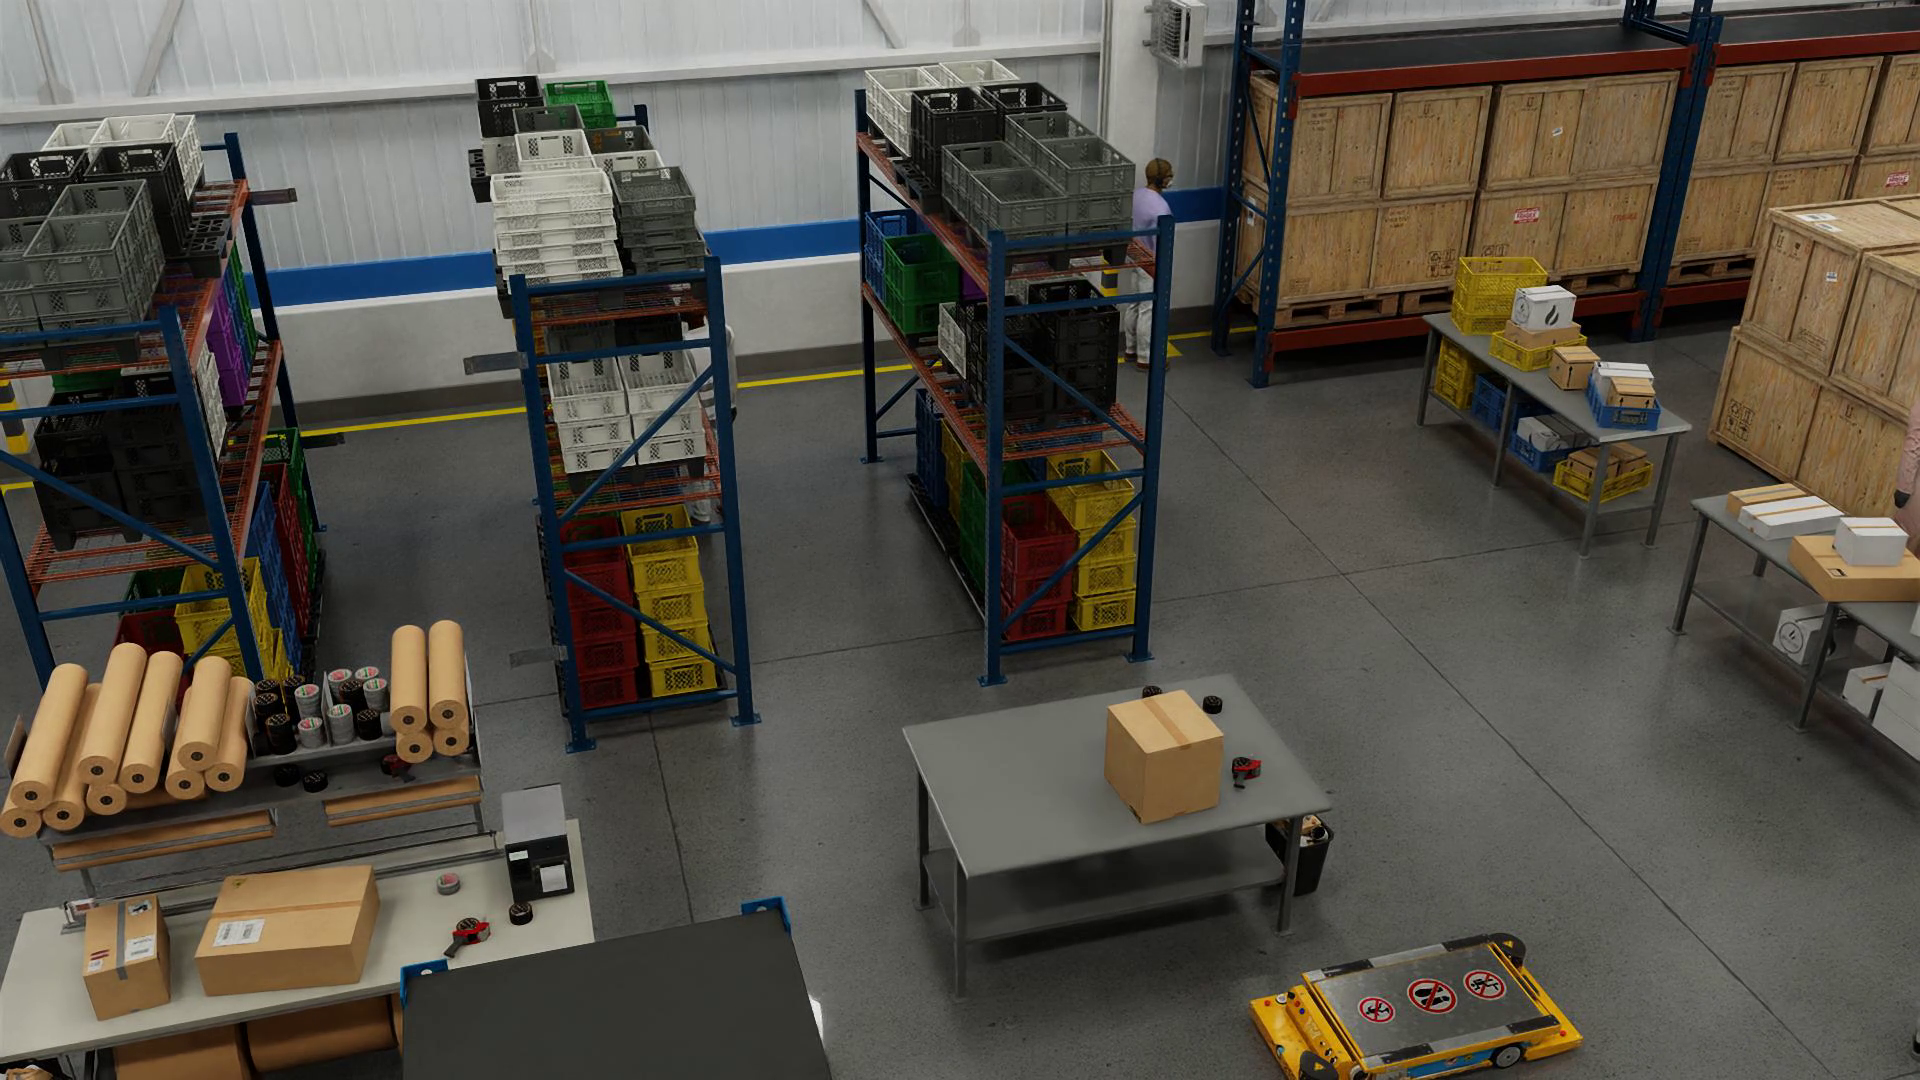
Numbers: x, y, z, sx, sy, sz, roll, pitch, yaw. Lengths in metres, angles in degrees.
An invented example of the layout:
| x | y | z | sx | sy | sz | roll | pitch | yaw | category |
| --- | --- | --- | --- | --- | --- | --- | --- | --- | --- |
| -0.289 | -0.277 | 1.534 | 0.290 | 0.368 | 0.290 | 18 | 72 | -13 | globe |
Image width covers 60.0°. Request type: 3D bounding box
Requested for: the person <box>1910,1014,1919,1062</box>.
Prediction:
| x | y | z | sx | sy | sz | roll | pitch | yaw | category |
| --- | --- | --- | --- | --- | --- | --- | --- | --- | --- |
| 4.716 | 1.676 | 7.482 | 0.404 | 1.823 | 0.591 | -24 | 37 | -36 | person |

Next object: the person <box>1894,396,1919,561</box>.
| x | y | z | sx | sy | sz | roll | pitch | yaw | category |
| --- | --- | --- | --- | --- | --- | --- | --- | --- | --- |
| 6.579 | -0.378 | 11.136 | 0.641 | 1.908 | 0.407 | -4 | 29 | -7 | person |

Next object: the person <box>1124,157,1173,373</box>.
| x | y | z | sx | sy | sz | roll | pitch | yaw | category |
| --- | --- | --- | --- | --- | --- | --- | --- | --- | --- |
| 1.695 | -2.468 | 14.905 | 0.375 | 1.939 | 0.628 | -8 | 30 | -14 | person |

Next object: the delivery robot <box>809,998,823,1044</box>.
| x | y | z | sx | sy | sz | roll | pitch | yaw | category |
| --- | --- | --- | --- | --- | --- | --- | --- | --- | --- |
| -0.938 | 2.324 | 7.517 | 0.477 | 0.478 | 0.707 | 18 | 33 | 29 | delivery robot |

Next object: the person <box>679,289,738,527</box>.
| x | y | z | sx | sy | sz | roll | pitch | yaw | category |
| --- | --- | --- | --- | --- | --- | --- | --- | --- | --- |
| -1.883 | -0.953 | 12.203 | 0.584 | 1.883 | 0.347 | -23 | 36 | -36 | person |

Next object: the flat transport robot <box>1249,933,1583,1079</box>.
| x | y | z | sx | sy | sz | roll | pitch | yaw | category |
| --- | --- | --- | --- | --- | --- | --- | --- | --- | --- |
| 2.184 | 2.282 | 7.980 | 1.431 | 0.197 | 0.652 | -8 | 30 | -14 | flat transport robot |
